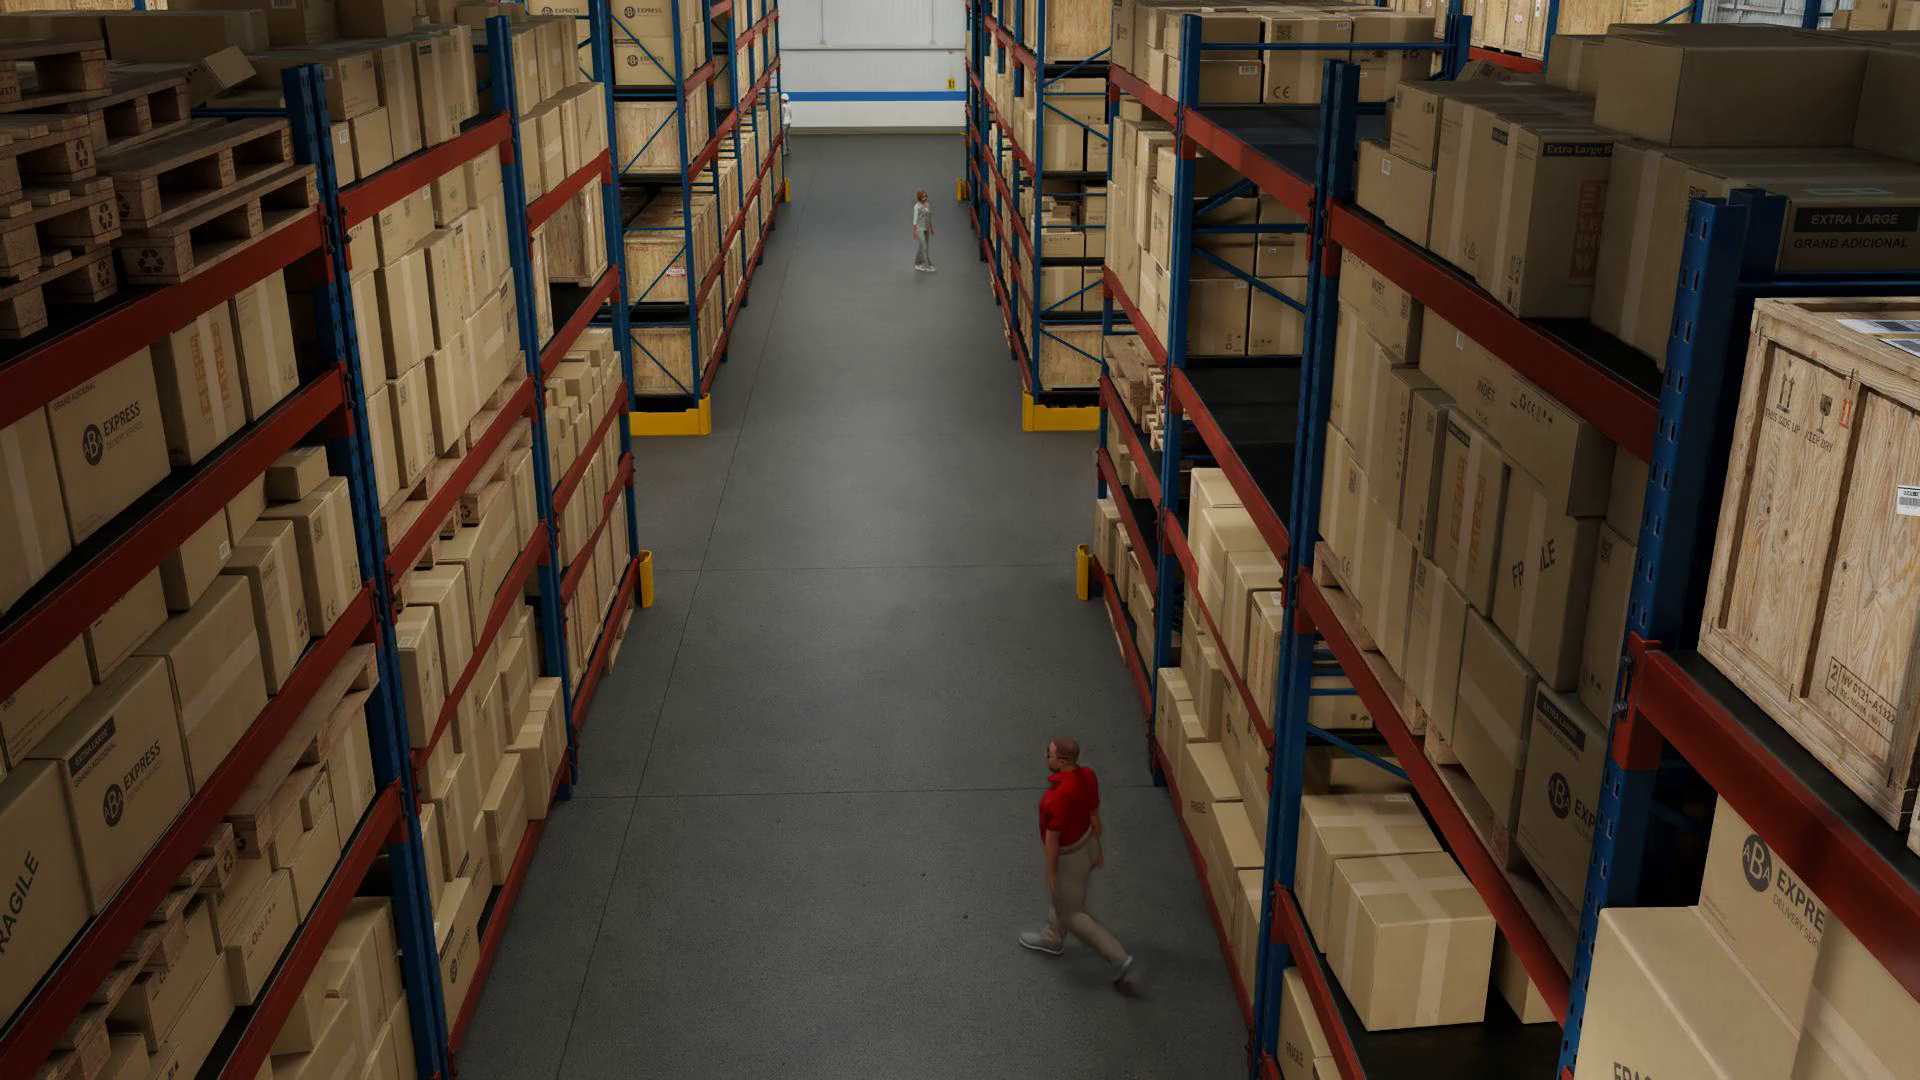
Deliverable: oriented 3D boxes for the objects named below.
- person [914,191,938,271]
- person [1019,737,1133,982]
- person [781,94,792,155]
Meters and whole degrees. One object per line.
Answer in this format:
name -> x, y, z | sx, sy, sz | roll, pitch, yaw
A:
person -> -0.648, -6.174, 33.263 | 0.683, 1.595, 0.430 | 15, 25, 35
person -> 0.760, 2.099, 10.955 | 0.917, 1.702, 0.560 | 12, 23, 28
person -> -5.304, -12.519, 50.037 | 0.399, 1.773, 0.529 | 8, 22, 19
